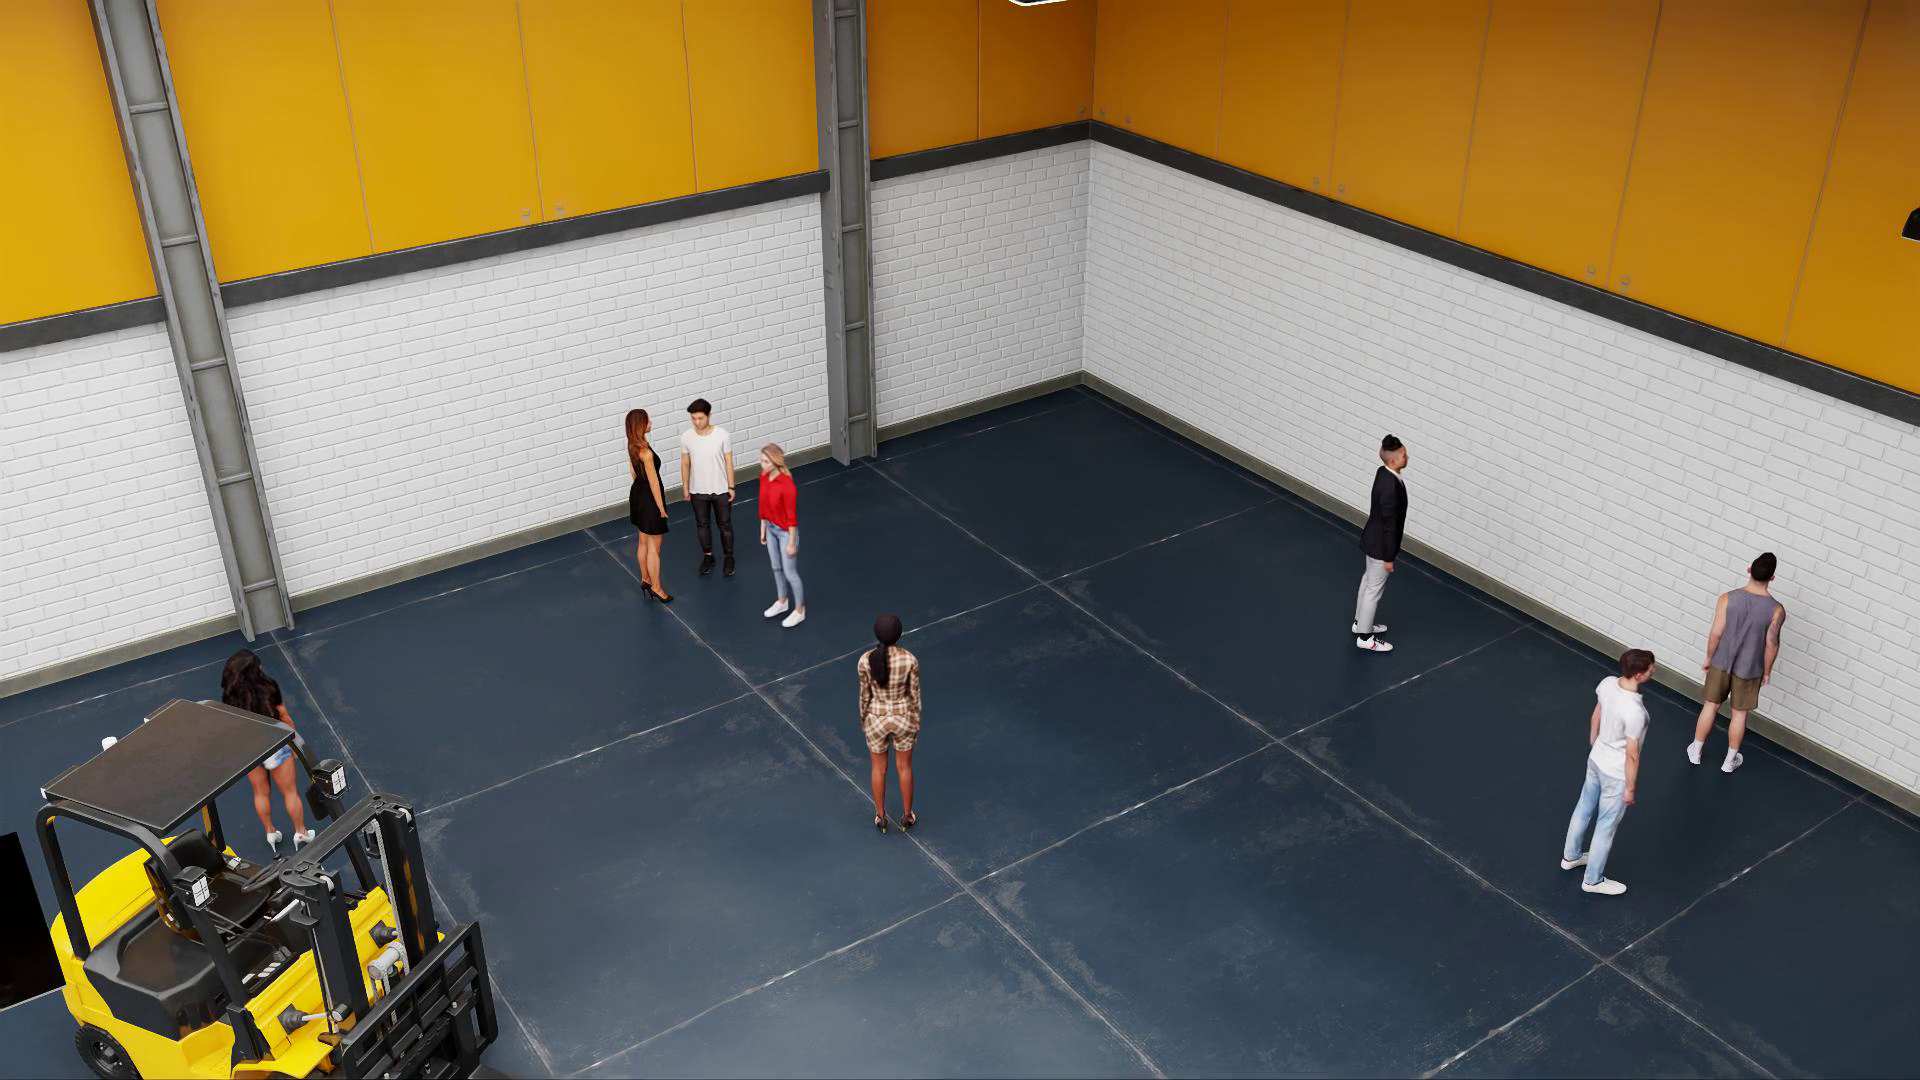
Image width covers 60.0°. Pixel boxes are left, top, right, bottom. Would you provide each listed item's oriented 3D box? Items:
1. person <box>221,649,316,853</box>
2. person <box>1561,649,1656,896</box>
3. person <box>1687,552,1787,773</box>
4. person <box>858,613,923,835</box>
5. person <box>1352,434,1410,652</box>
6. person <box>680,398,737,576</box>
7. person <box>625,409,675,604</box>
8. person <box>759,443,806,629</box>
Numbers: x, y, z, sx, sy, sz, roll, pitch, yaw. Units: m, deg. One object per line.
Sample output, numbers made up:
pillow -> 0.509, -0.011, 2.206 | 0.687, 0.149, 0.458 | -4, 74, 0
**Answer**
person -> -4.789, 1.463, 11.485 | 0.645, 1.626, 0.721 | 0, 29, 1
person -> 4.358, 1.523, 11.138 | 0.700, 1.851, 0.730 | -5, 29, -8
person -> 5.765, 0.908, 12.342 | 0.714, 1.845, 0.717 | 15, 32, 25
person -> -0.486, 1.291, 11.624 | 0.660, 1.794, 0.743 | 0, 29, 1
person -> 3.508, -0.011, 13.848 | 0.836, 1.950, 0.792 | 3, 29, 6
person -> -2.247, -0.501, 14.992 | 0.692, 1.715, 0.779 | 1, 29, 2
person -> -2.719, -0.294, 14.486 | 0.509, 1.835, 0.570 | -19, 34, -31
person -> -1.518, -0.058, 14.194 | 0.577, 1.701, 0.647 | -25, 37, -38
